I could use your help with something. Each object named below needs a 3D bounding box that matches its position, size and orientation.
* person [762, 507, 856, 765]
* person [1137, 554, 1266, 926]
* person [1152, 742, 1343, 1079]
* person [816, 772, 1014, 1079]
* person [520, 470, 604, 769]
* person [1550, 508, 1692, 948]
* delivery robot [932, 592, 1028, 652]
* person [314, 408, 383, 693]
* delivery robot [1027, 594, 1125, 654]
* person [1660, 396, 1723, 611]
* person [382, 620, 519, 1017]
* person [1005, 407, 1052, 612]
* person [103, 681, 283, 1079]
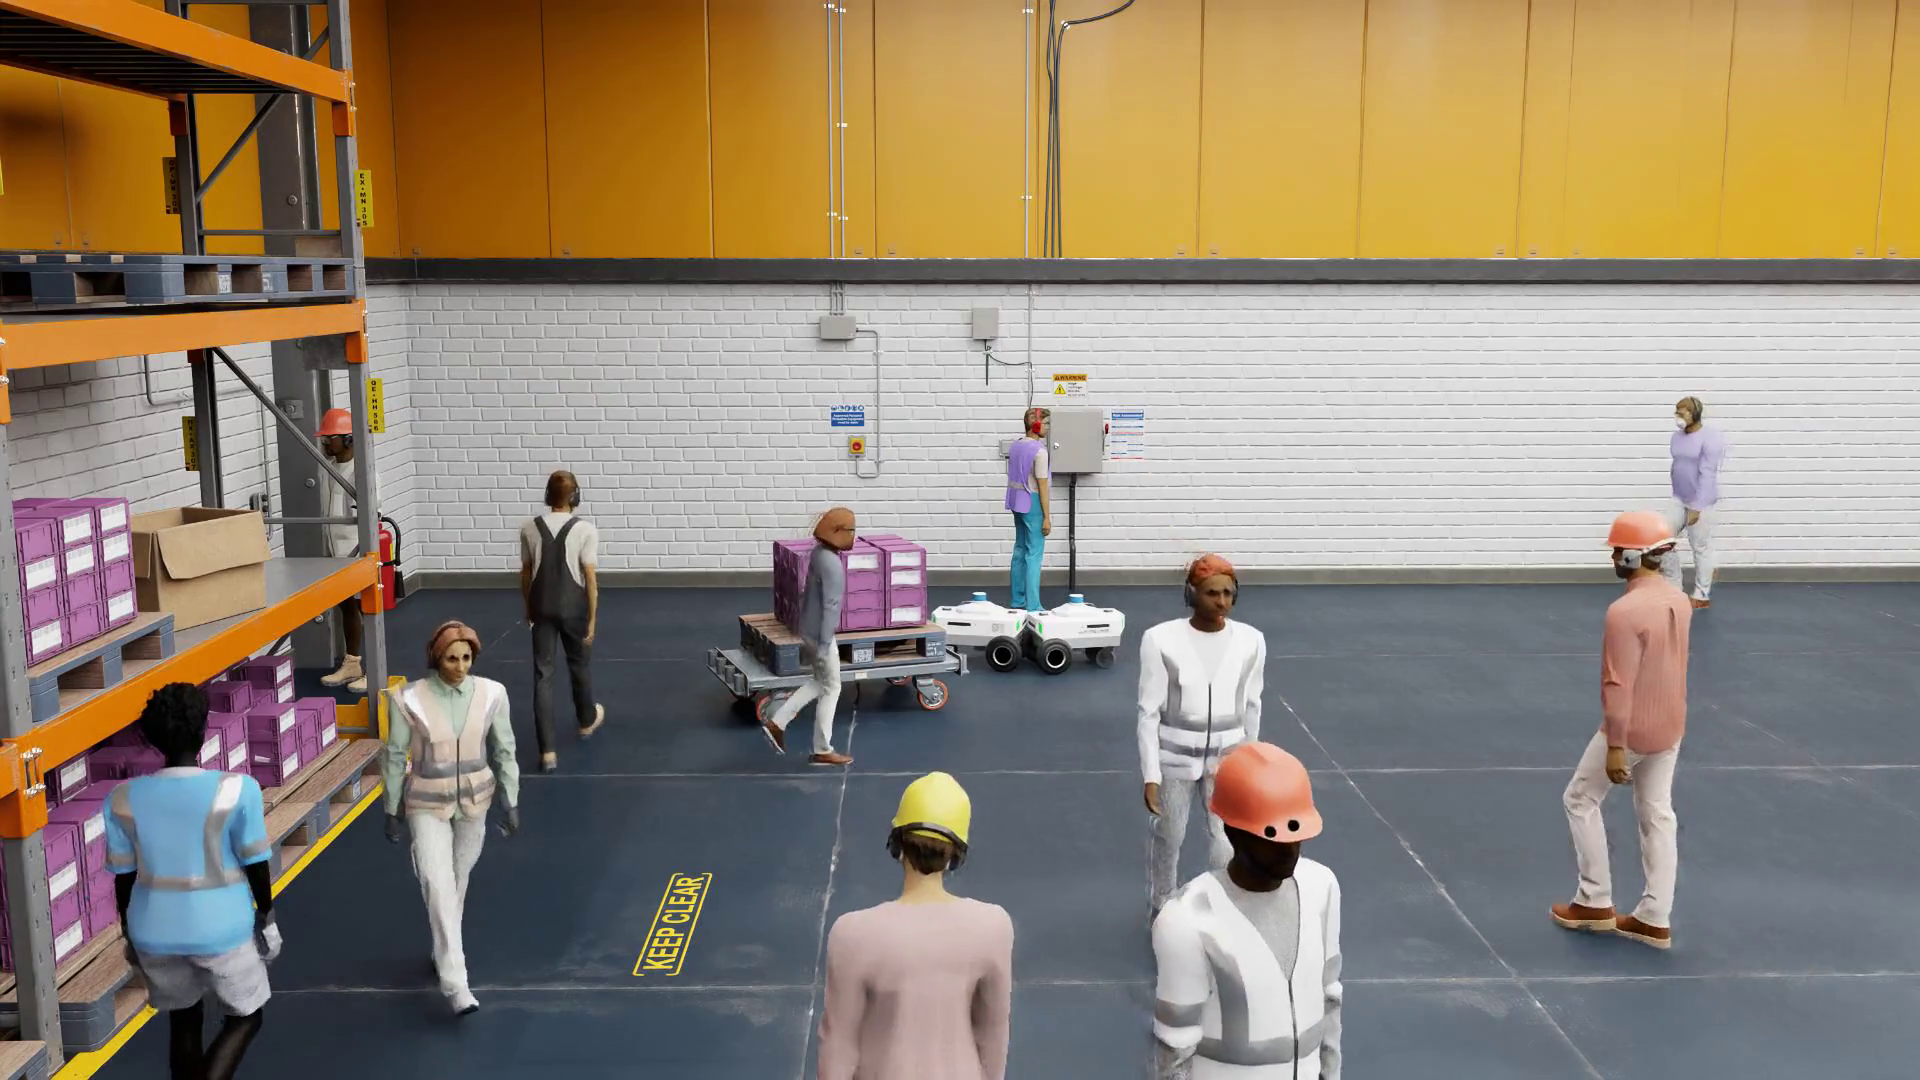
[{"bbox_3d":[-0.885,0.593,10.109,0.522,1.605,0.513,-3,10,-19],"label":"person"},{"bbox_3d":[1.032,0.970,7.164,0.578,1.833,1.006,-1,9,-6],"label":"person"},{"bbox_3d":[0.696,1.404,4.195,0.555,1.912,0.648,-6,11,-32],"label":"person"},{"bbox_3d":[-0.089,1.479,4.247,0.552,1.740,0.518,-5,10,-26],"label":"person"},{"bbox_3d":[-2.488,0.463,10.363,0.547,1.780,0.985,0,9,2],"label":"person"},{"bbox_3d":[2.996,0.831,7.530,0.639,1.966,0.681,-7,11,-35],"label":"person"},{"bbox_3d":[0.148,0.644,12.736,0.707,0.478,0.477,2,9,13],"label":"delivery robot"},{"bbox_3d":[-4.394,0.075,11.951,0.605,2.045,0.388,7,12,38],"label":"person"},{"bbox_3d":[0.884,0.656,12.660,0.707,0.478,0.477,-2,9,-14],"label":"delivery robot"},{"bbox_3d":[6.431,-0.313,14.712,0.589,1.915,0.648,-3,10,-17],"label":"person"},{"bbox_3d":[-2.065,1.128,6.838,0.528,1.590,0.864,-7,11,-35],"label":"person"},{"bbox_3d":[0.600,-0.232,14.454,0.374,1.840,0.569,-5,10,-26],"label":"person"},{"bbox_3d":[-2.557,1.309,5.477,0.541,1.679,0.562,0,9,2],"label":"person"}]
